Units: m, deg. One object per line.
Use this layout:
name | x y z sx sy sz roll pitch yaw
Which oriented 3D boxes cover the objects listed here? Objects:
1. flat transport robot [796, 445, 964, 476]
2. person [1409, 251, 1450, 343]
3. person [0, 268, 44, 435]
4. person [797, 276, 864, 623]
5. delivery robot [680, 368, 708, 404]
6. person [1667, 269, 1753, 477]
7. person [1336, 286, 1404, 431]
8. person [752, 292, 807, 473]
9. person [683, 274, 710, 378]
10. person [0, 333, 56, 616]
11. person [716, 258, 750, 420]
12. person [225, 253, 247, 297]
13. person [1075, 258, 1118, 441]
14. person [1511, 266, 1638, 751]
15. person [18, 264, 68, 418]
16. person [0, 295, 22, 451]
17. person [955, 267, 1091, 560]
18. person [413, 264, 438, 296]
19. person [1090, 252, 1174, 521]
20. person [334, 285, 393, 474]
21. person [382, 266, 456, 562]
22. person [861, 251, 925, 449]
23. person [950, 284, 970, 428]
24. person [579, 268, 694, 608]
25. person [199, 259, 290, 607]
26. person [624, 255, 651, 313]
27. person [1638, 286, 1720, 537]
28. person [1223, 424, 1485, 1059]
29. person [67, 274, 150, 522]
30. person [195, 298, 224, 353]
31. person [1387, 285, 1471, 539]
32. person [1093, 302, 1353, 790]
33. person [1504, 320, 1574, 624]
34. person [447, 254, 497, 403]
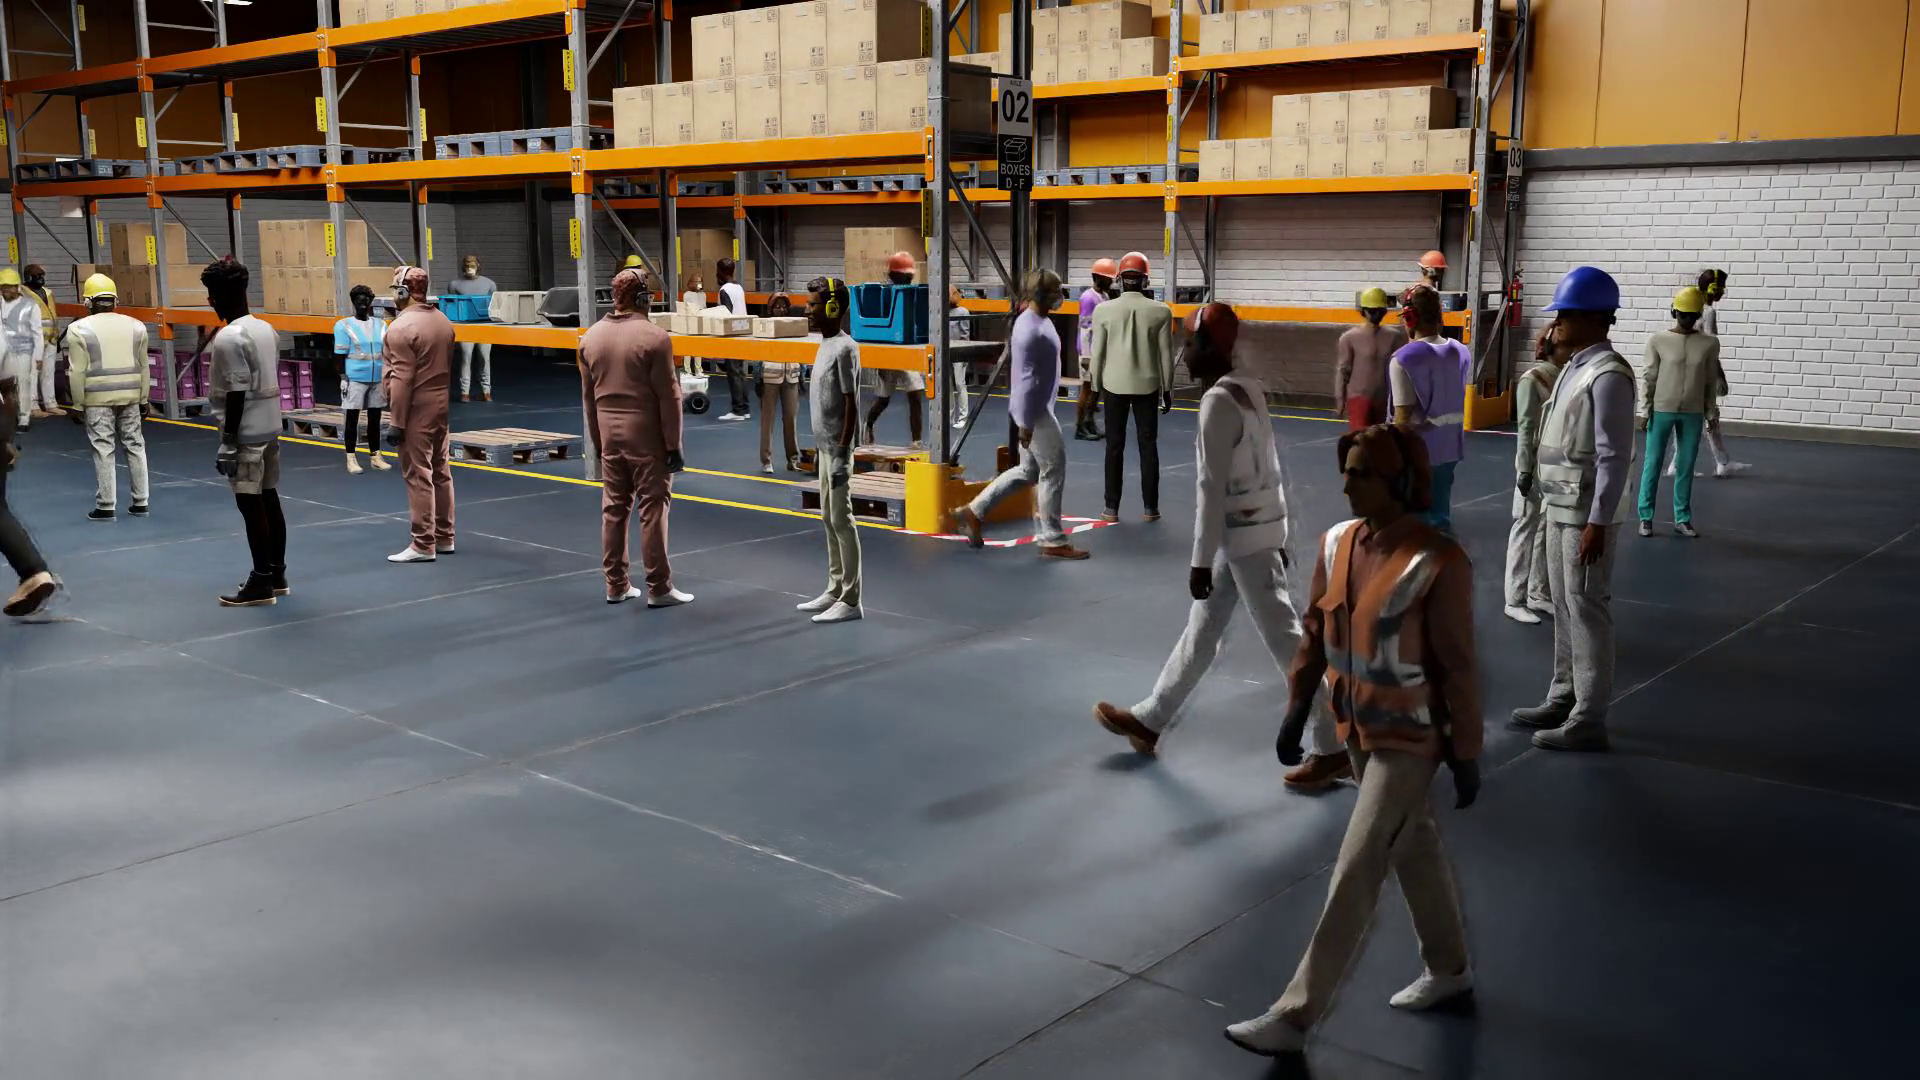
flat transport robot | -0.725 -0.703 14.817 1.431 0.197 0.652 8 13 38
person | 4.987 -2.081 17.761 0.396 1.992 0.622 1 10 5
person | -10.368 -2.072 18.229 0.611 1.811 0.696 -1 10 -7
person | -0.703 -0.486 9.037 0.323 1.871 0.528 -3 11 -19
delivery robot | -3.452 -1.874 20.414 0.707 0.478 0.477 -1 10 -7
person | 6.663 -1.453 14.639 0.775 1.832 0.585 1 10 8
person | 3.187 -1.062 12.735 0.528 1.727 0.882 -3 10 -15
person | -1.633 -1.418 15.015 0.511 1.634 0.311 -6 11 -30
person | -4.109 -3.317 25.857 0.285 1.626 0.495 6 12 32
person | -5.354 -0.560 8.970 0.861 2.000 0.707 4 11 22
person | -2.682 -2.369 19.668 0.408 1.910 0.594 2 10 9
person | -12.136 -3.822 27.845 0.551 1.932 0.376 3 10 18
person | 1.447 -1.995 17.504 0.446 1.915 0.556 6 11 30
person | 2.511 -0.124 6.746 0.391 1.946 0.615 1 10 5
person | -11.040 -2.384 19.951 0.429 1.836 0.625 2 10 10
person | -9.626 -1.824 16.458 0.361 1.938 0.546 3 11 19
person | 0.407 -0.817 10.840 0.840 1.914 0.626 1 10 8
person | -9.054 -3.783 28.026 0.780 1.780 0.707 9 14 43
person | 1.274 -1.132 12.358 0.622 1.992 0.393 1 10 4
person | -5.374 -1.450 15.014 0.322 1.695 0.536 8 13 38
person | -3.520 -0.810 10.773 0.410 1.909 0.643 2 10 10
person | -0.636 -1.740 15.813 0.595 2.003 0.985 -7 12 -33
person | -0.104 -2.077 18.799 0.503 1.623 0.299 8 13 38
person | -1.815 -0.567 9.391 0.643 1.909 0.410 5 11 27
person | -4.058 -0.603 9.446 0.376 1.959 0.603 0 10 -2
person | -4.889 -3.353 25.226 0.396 1.918 0.588 2 10 9
person | 5.031 -0.888 11.645 0.524 1.760 0.326 1 10 4
person | 1.037 0.501 4.211 0.872 1.590 0.537 -4 11 -22
person | -6.320 -1.052 12.361 0.403 1.833 0.591 7 12 35
person | -10.132 -2.765 22.589 0.796 1.670 0.540 2 10 12
person | 2.365 -0.375 8.491 0.563 1.837 0.389 -8 13 -38
person | 1.046 0.010 6.372 1.076 1.815 0.600 3 10 15
person | 3.185 -0.371 9.042 0.523 1.636 0.310 -8 13 -39
person | -6.381 -2.768 21.832 0.635 1.937 0.352 -3 11 -18
